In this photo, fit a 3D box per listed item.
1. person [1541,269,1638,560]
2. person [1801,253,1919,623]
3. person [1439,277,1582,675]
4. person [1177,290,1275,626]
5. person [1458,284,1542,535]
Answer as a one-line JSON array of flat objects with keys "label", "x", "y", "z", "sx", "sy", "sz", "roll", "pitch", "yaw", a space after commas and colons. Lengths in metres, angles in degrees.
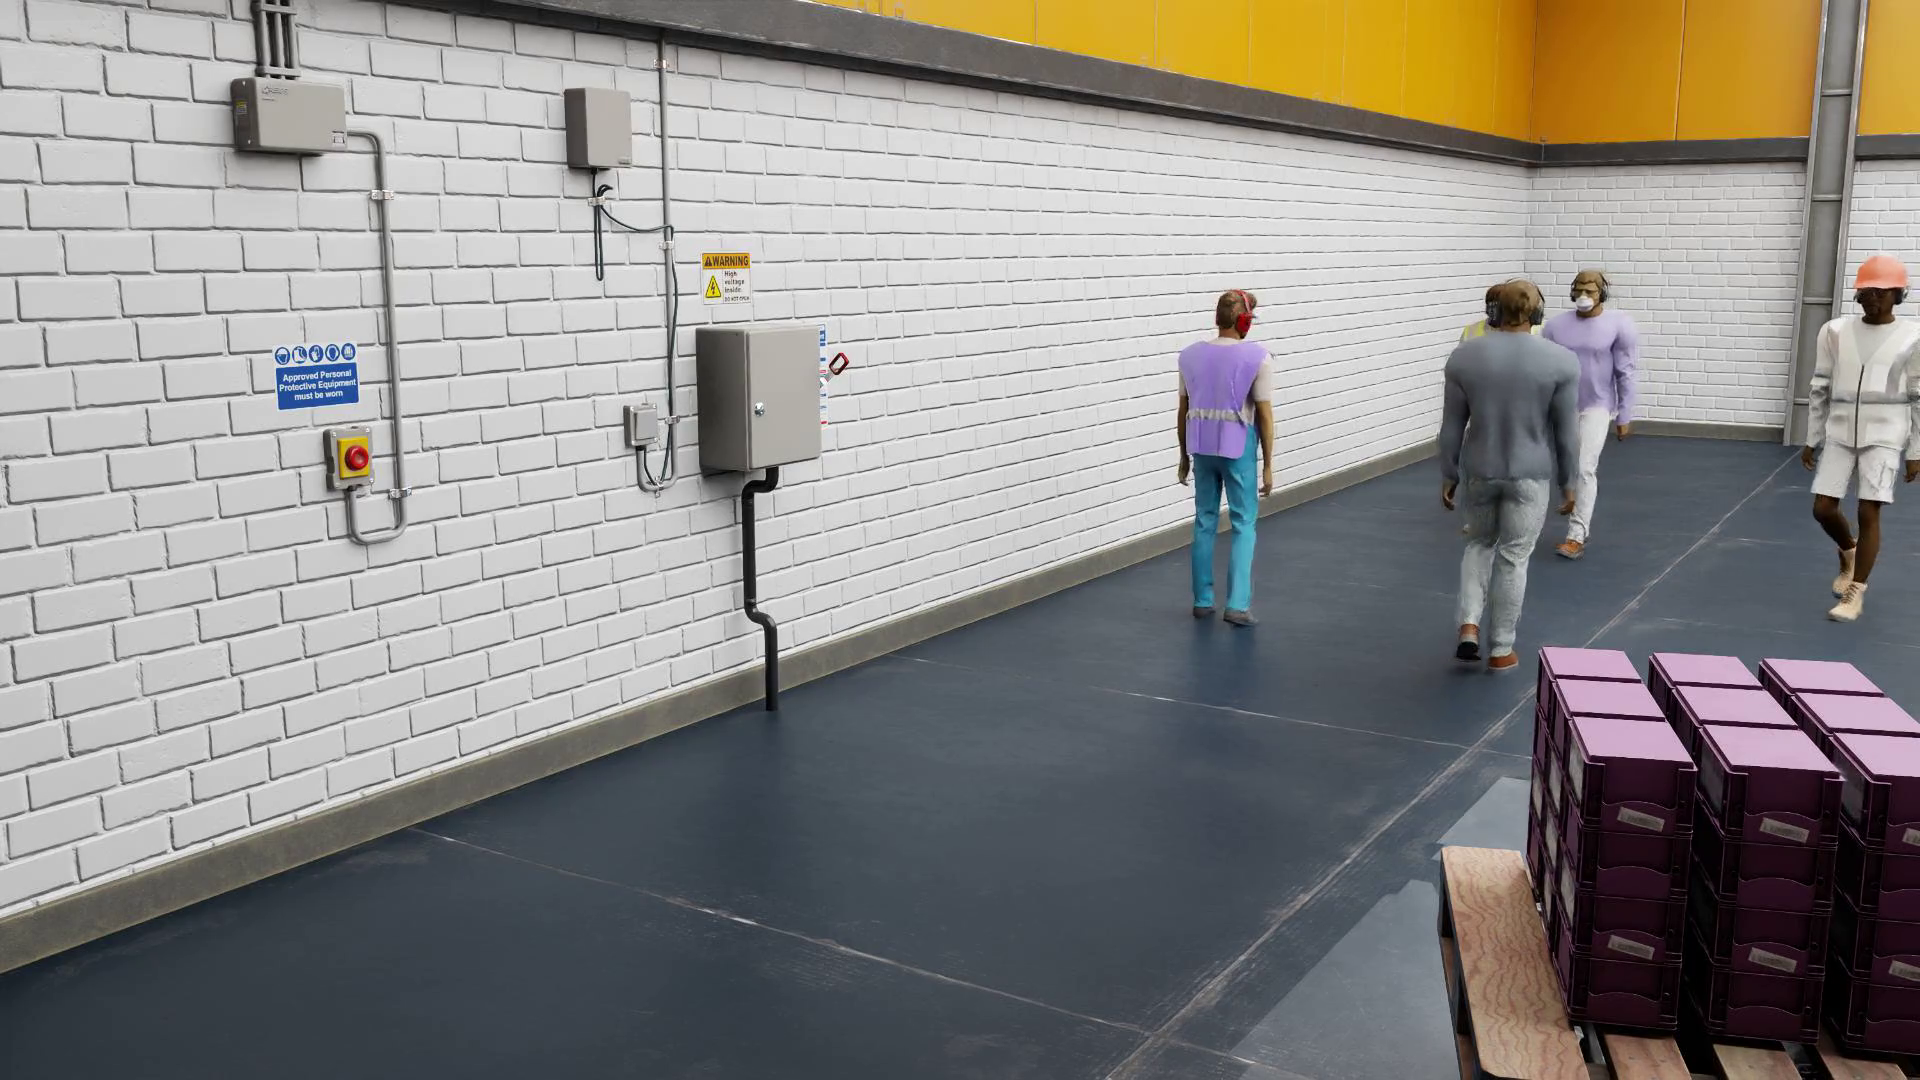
[{"label": "person", "x": 4.059, "y": -0.825, "z": 11.026, "sx": 0.865, "sy": 1.909, "sz": 0.635, "roll": -9, "pitch": 14, "yaw": -42}, {"label": "person", "x": 5.028, "y": -0.565, "z": 9.219, "sx": 0.553, "sy": 2.033, "sz": 0.625, "roll": -9, "pitch": 14, "yaw": -42}, {"label": "person", "x": 2.661, "y": -0.301, "z": 8.051, "sx": 0.643, "sy": 1.921, "sz": 0.436, "roll": 6, "pitch": 12, "yaw": 32}, {"label": "person", "x": 1.433, "y": -0.443, "z": 9.154, "sx": 0.605, "sy": 1.828, "sz": 0.517, "roll": 7, "pitch": 12, "yaw": 33}, {"label": "person", "x": 3.839, "y": -0.940, "z": 11.983, "sx": 0.646, "sy": 1.791, "sz": 0.979, "roll": 9, "pitch": 13, "yaw": 40}]
